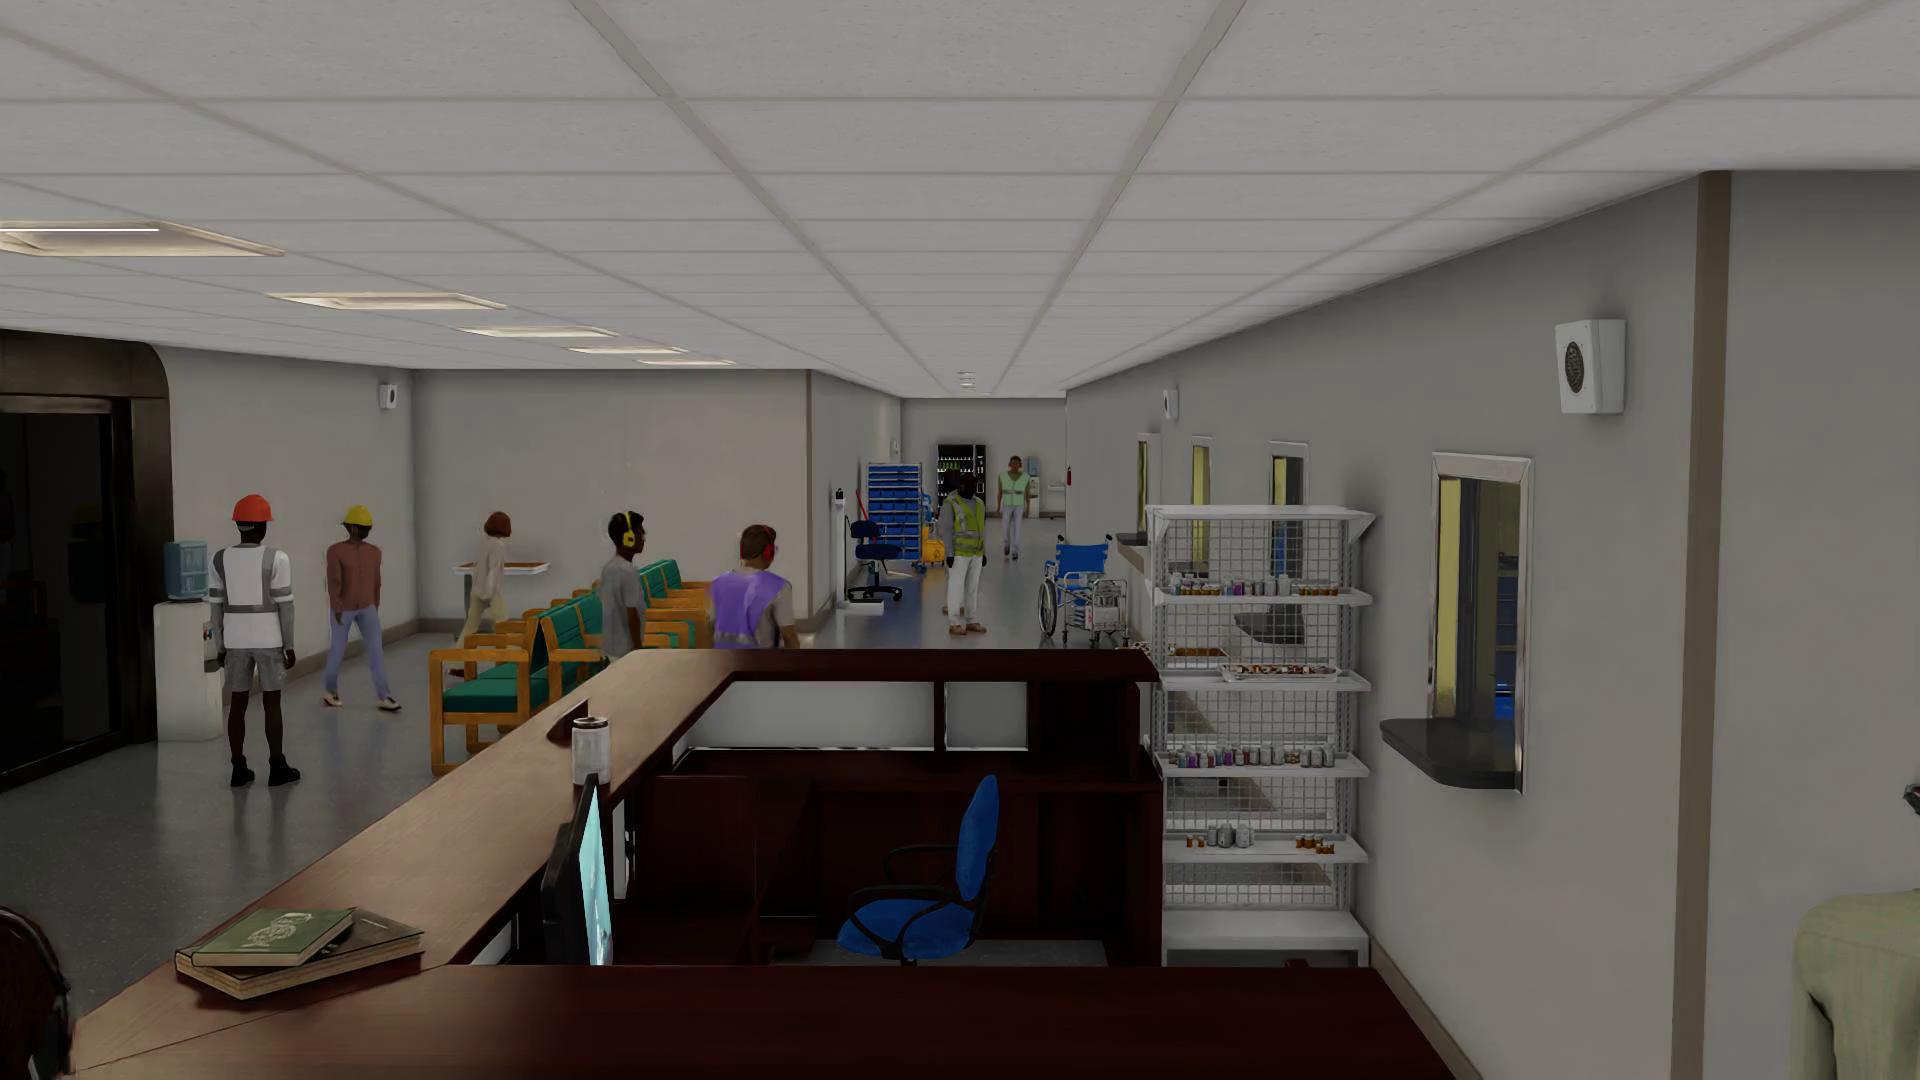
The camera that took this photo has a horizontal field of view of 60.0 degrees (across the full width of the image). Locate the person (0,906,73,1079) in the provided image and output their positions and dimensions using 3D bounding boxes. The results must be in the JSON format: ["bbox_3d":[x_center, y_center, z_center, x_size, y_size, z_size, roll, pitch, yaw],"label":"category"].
[{"bbox_3d":[-1.191,1.362,2.037,0.633,1.835,0.429,-2,5,-28],"label":"person"}]

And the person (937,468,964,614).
[{"bbox_3d":[-0.071,0.016,20.941,0.430,1.836,0.631,0,4,-3],"label":"person"}]

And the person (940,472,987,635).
[{"bbox_3d":[0.073,0.152,18.922,0.625,1.846,0.429,-4,6,-44],"label":"person"}]

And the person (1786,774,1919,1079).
[{"bbox_3d":[1.641,1.233,2.681,0.382,1.995,0.612,-3,5,-34],"label":"person"}]

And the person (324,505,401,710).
[{"bbox_3d":[-5.064,0.568,13.944,0.873,1.724,0.531,4,6,43],"label":"person"}]

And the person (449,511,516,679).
[{"bbox_3d":[-4.435,0.517,15.675,0.918,1.560,0.504,-4,6,-44],"label":"person"}]

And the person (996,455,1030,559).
[{"bbox_3d":[0.938,-0.576,29.183,0.604,1.831,0.457,0,4,0],"label":"person"}]

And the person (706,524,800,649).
[{"bbox_3d":[-1.167,0.812,9.871,0.578,1.804,0.870,3,5,37],"label":"person"}]

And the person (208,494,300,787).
[{"bbox_3d":[-4.674,0.667,11.032,0.542,1.938,0.358,0,4,-1],"label":"person"}]
